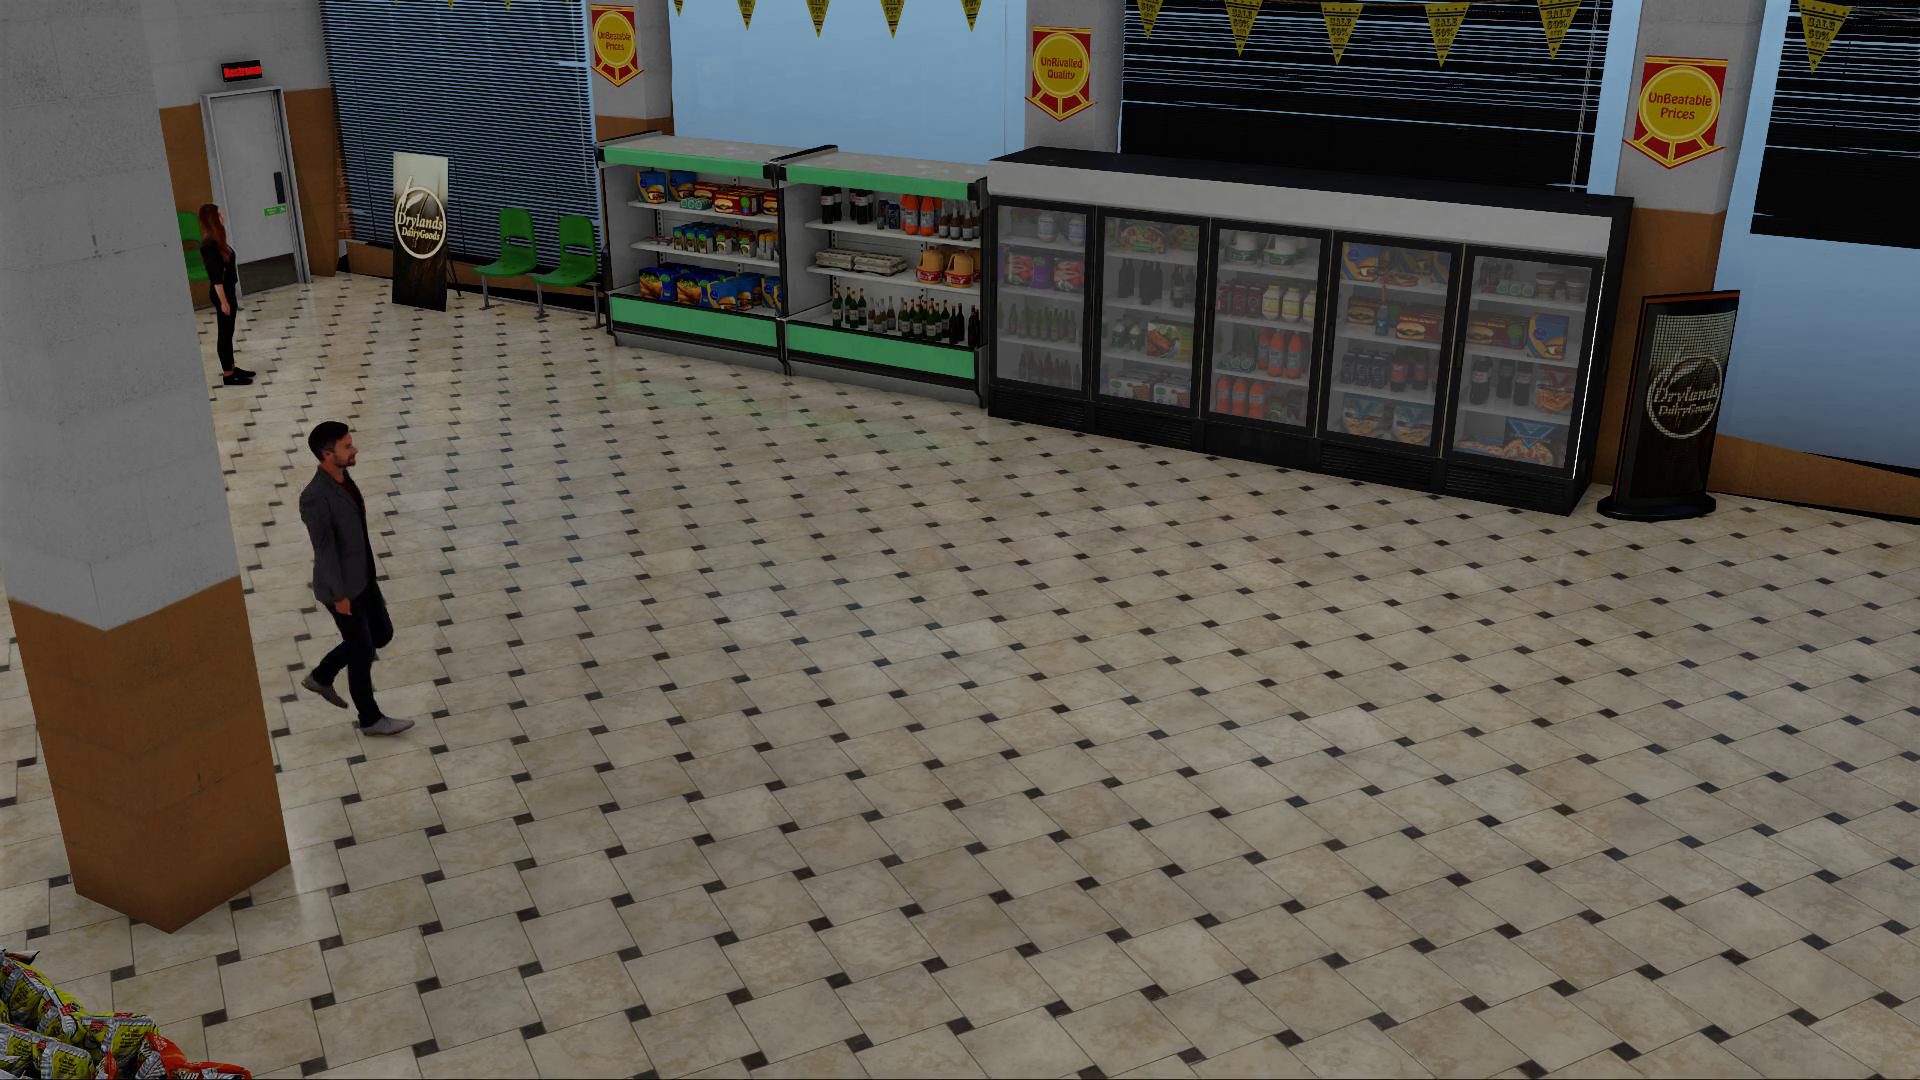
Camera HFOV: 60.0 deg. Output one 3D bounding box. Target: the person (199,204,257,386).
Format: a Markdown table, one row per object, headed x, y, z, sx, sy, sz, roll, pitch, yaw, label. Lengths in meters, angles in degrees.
| x | y | z | sx | sy | sz | roll | pitch | yaw | label |
| --- | --- | --- | --- | --- | --- | --- | --- | --- | --- |
| -7.039 | -2.344 | 15.846 | 0.727 | 1.713 | 0.667 | -6 | 23 | -14 | person |

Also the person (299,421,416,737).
| x | y | z | sx | sy | sz | roll | pitch | yaw | label |
| --- | --- | --- | --- | --- | --- | --- | --- | --- | --- |
| -3.478 | 0.241 | 9.225 | 1.041 | 1.854 | 0.936 | 0 | 22 | -1 | person |
